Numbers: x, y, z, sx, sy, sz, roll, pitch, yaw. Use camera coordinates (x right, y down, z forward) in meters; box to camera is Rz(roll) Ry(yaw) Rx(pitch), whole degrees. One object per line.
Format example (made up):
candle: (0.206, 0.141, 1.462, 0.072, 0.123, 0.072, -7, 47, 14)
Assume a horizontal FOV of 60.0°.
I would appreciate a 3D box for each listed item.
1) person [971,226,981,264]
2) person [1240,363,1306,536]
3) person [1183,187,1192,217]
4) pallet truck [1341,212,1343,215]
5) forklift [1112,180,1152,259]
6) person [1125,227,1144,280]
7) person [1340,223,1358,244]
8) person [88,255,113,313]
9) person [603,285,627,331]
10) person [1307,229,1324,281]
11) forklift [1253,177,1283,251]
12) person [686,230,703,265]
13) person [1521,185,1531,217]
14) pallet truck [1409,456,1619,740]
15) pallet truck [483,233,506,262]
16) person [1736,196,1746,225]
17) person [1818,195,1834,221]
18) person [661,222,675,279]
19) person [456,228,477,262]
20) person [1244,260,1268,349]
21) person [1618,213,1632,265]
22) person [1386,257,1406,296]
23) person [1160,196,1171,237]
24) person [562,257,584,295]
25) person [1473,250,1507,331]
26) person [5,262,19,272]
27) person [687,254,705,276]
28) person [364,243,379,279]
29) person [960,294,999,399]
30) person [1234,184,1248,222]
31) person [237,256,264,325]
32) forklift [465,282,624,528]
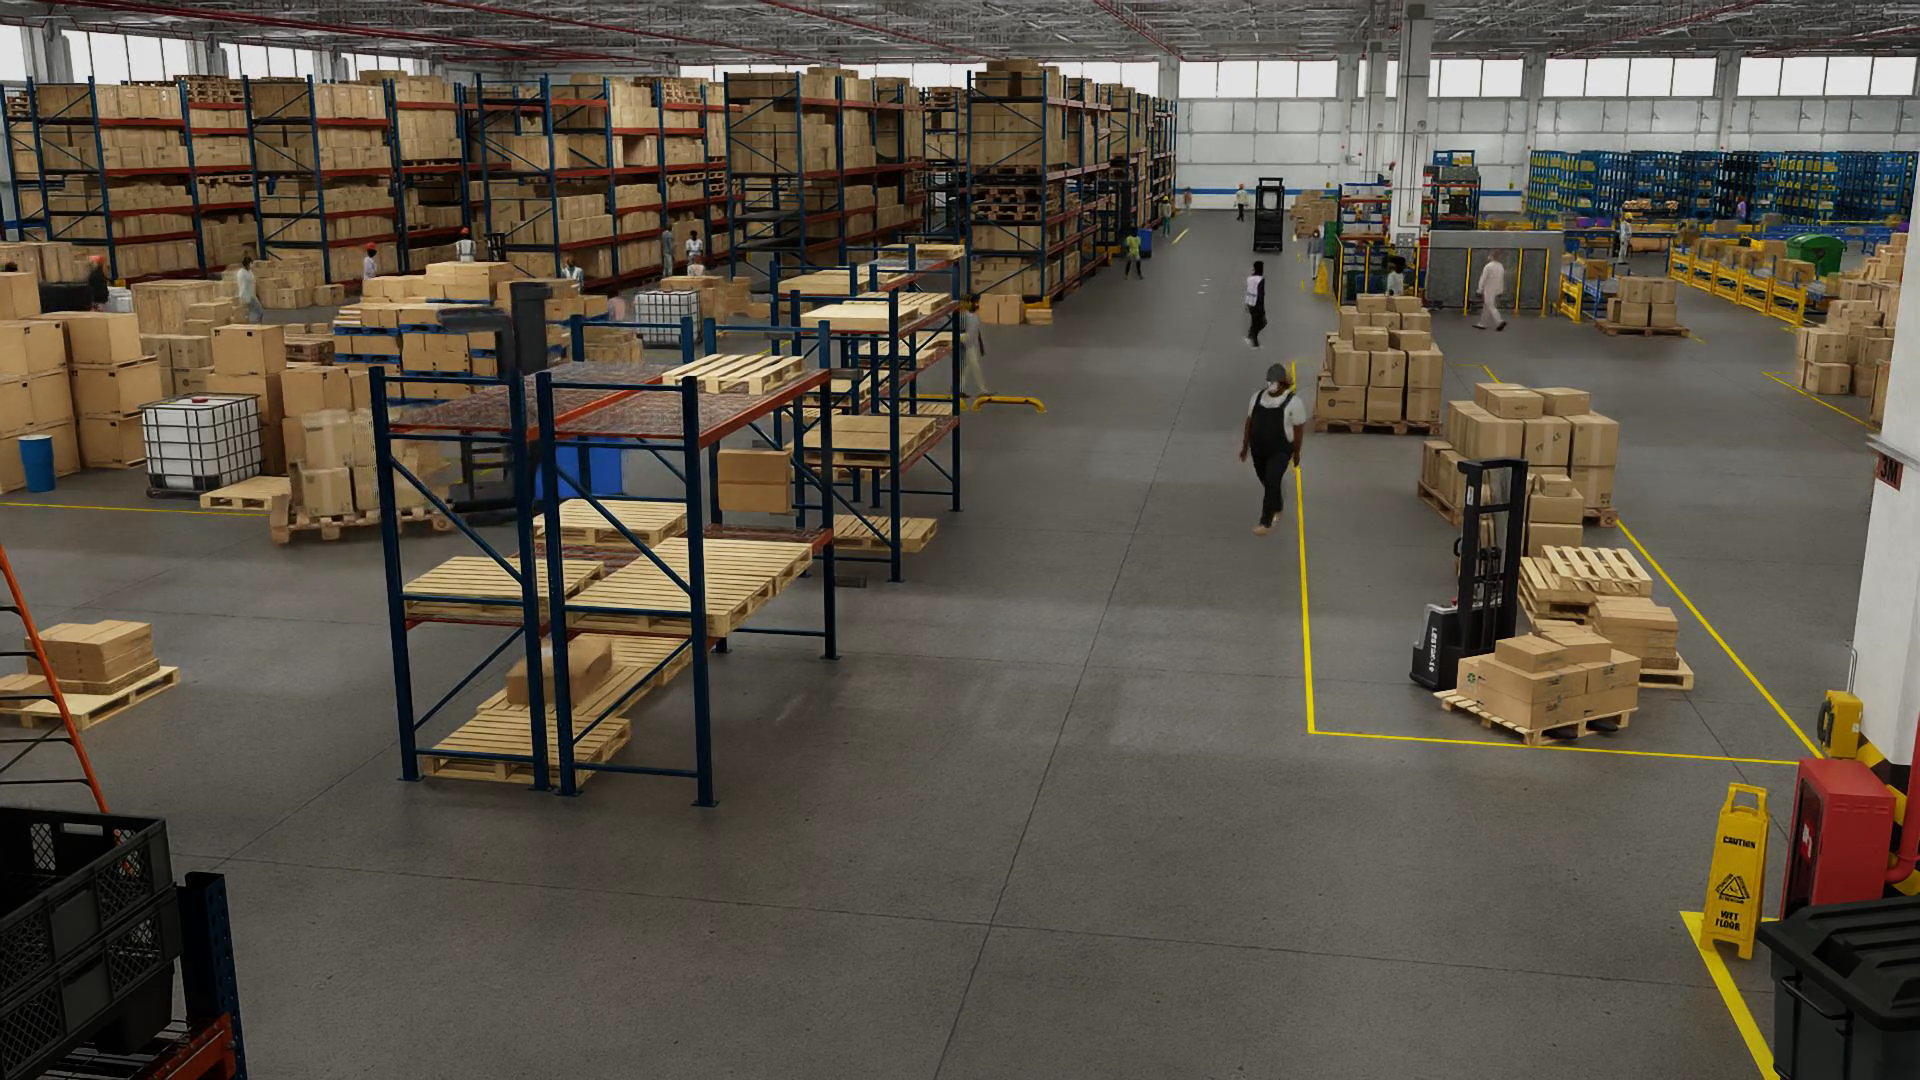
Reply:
person: (0.551, -10.549, 58.329, 0.533, 1.766, 0.316, 12, 18, 39)
person: (3.693, -1.134, 19.535, 0.684, 2.000, 1.004, 12, 18, 41)
person: (12.379, -18.444, 90.695, 0.525, 1.616, 0.518, -11, 17, -37)
pallet truck: (15.874, -13.227, 70.310, 0.680, 1.201, 1.601, 10, 17, 35)
forklift: (6.082, -11.722, 60.796, 1.873, 2.768, 1.129, 2, 14, 9)
person: (5.450, -8.983, 52.200, 0.546, 1.647, 0.888, -5, 15, -21)
person: (12.693, -9.772, 54.692, 0.888, 2.000, 0.674, -7, 15, -25)
person: (-18.941, -5.271, 36.493, 0.814, 1.973, 0.626, 0, 14, -1)
person: (-6.509, -3.908, 31.352, 1.015, 1.779, 0.649, 8, 16, 28)
person: (11.097, -8.907, 51.982, 0.526, 1.595, 0.819, 5, 15, 18)
forklift: (12.083, -12.747, 64.956, 1.129, 2.768, 1.873, 3, 14, 10)
person: (-8.012, -8.531, 50.341, 0.534, 1.656, 0.811, -4, 14, -14)
person: (30.995, -18.422, 90.402, 0.867, 1.709, 0.590, 3, 14, 11)
pallet truck: (4.504, 0.400, 13.395, 0.823, 1.965, 1.885, -6, 15, -23)
pallet truck: (-11.832, -7.026, 43.548, 1.885, 1.965, 0.823, 8, 16, 28)
person: (33.896, -14.017, 72.236, 0.565, 1.850, 0.390, -12, 18, -41)
person: (38.653, -14.514, 74.295, 0.404, 1.829, 0.588, -12, 18, -40)
person: (-8.750, -8.572, 49.945, 0.353, 1.936, 0.635, -10, 17, -36)
person: (-14.072, -7.949, 47.489, 0.551, 1.913, 0.811, -4, 14, -15)
person: (6.352, -5.028, 35.608, 0.440, 1.908, 0.613, -5, 15, -18)
person: (23.226, -10.507, 58.059, 0.403, 1.818, 0.601, 10, 17, 35)
person: (9.546, -5.169, 36.125, 0.634, 1.926, 0.895, -13, 19, -43)
person: (9.127, -14.350, 73.758, 0.331, 1.768, 0.527, -10, 17, -35)
person: (-9.353, -6.022, 40.225, 0.522, 1.631, 0.317, -1, 14, -3)
person: (12.514, -5.847, 39.031, 0.652, 1.876, 0.910, -11, 18, -39)
person: (-20.414, -5.122, 36.176, 0.756, 1.819, 0.654, -3, 14, -14)
person: (-6.530, -6.304, 41.378, 0.523, 1.623, 0.589, -10, 17, -35)
person: (-14.416, -6.362, 41.044, 0.786, 1.907, 0.561, 0, 14, -1)
person: (0.311, -3.345, 28.935, 0.913, 1.830, 0.554, 6, 15, 23)
person: (14.406, -17.255, 85.212, 0.631, 1.942, 1.066, -5, 15, -21)
person: (-15.603, -5.311, 36.761, 0.852, 1.904, 0.667, -1, 14, -3)
forklift: (-5.110, -1.678, 20.015, 1.873, 2.768, 1.129, -5, 15, -20)
